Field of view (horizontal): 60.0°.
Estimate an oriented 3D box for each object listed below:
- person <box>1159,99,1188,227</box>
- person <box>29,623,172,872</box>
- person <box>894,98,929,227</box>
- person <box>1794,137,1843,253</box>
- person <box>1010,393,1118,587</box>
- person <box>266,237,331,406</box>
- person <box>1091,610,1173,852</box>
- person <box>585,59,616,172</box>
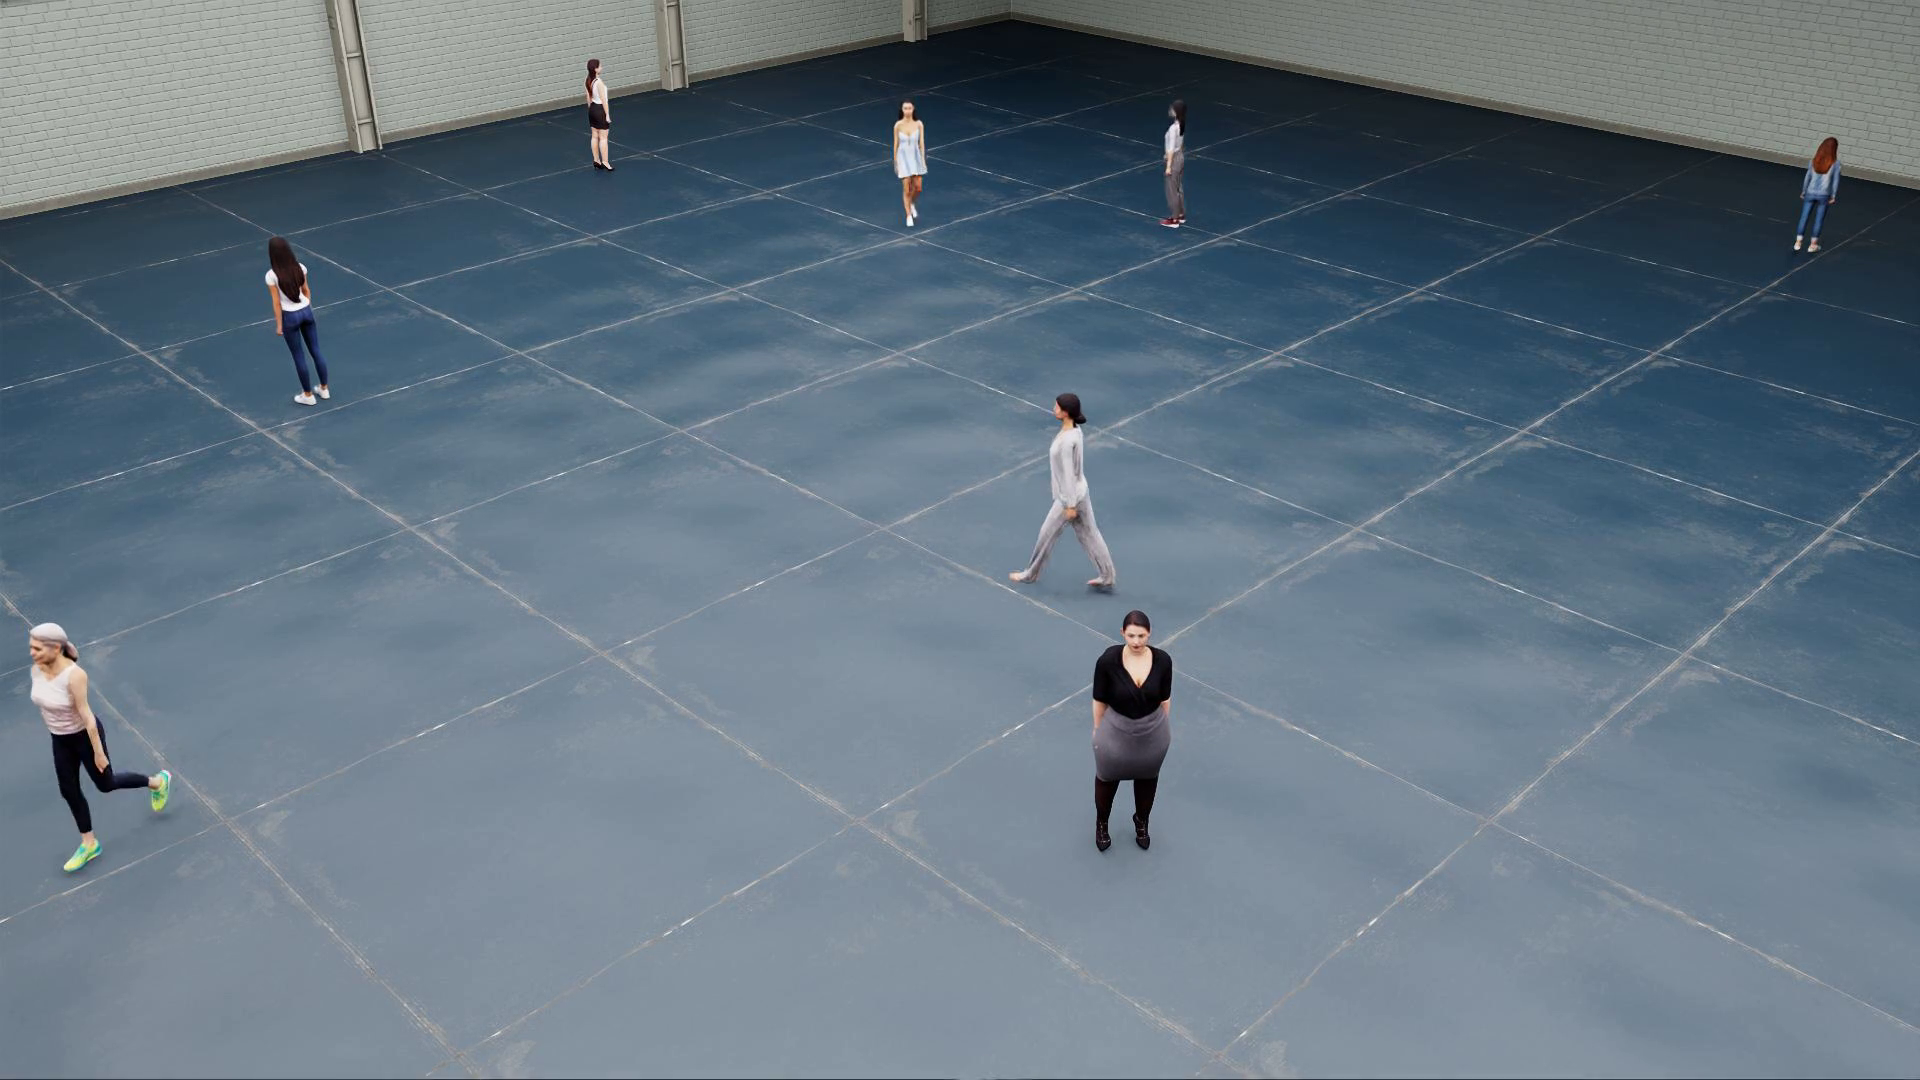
[{"bbox_3d":[2.923,-5.085,22.414,0.847,1.726,0.691,15,32,26],"label":"person"},{"bbox_3d":[-5.530,1.240,10.585,0.834,1.681,1.124,13,31,23],"label":"person"},{"bbox_3d":[-0.695,-5.127,22.500,0.781,1.720,0.832,-5,28,-10],"label":"person"},{"bbox_3d":[11.110,-4.476,21.538,0.589,1.475,0.517,21,34,34],"label":"person"},{"bbox_3d":[0.988,-0.341,13.514,1.057,1.718,1.136,6,29,12],"label":"person"},{"bbox_3d":[-6.783,-2.251,17.039,0.672,1.775,0.493,20,34,33],"label":"person"},{"bbox_3d":[1.080,1.210,10.558,0.765,1.760,0.838,-2,28,-4],"label":"person"},{"bbox_3d":[-5.412,-6.362,24.896,0.568,1.648,0.522,22,35,35],"label":"person"}]
